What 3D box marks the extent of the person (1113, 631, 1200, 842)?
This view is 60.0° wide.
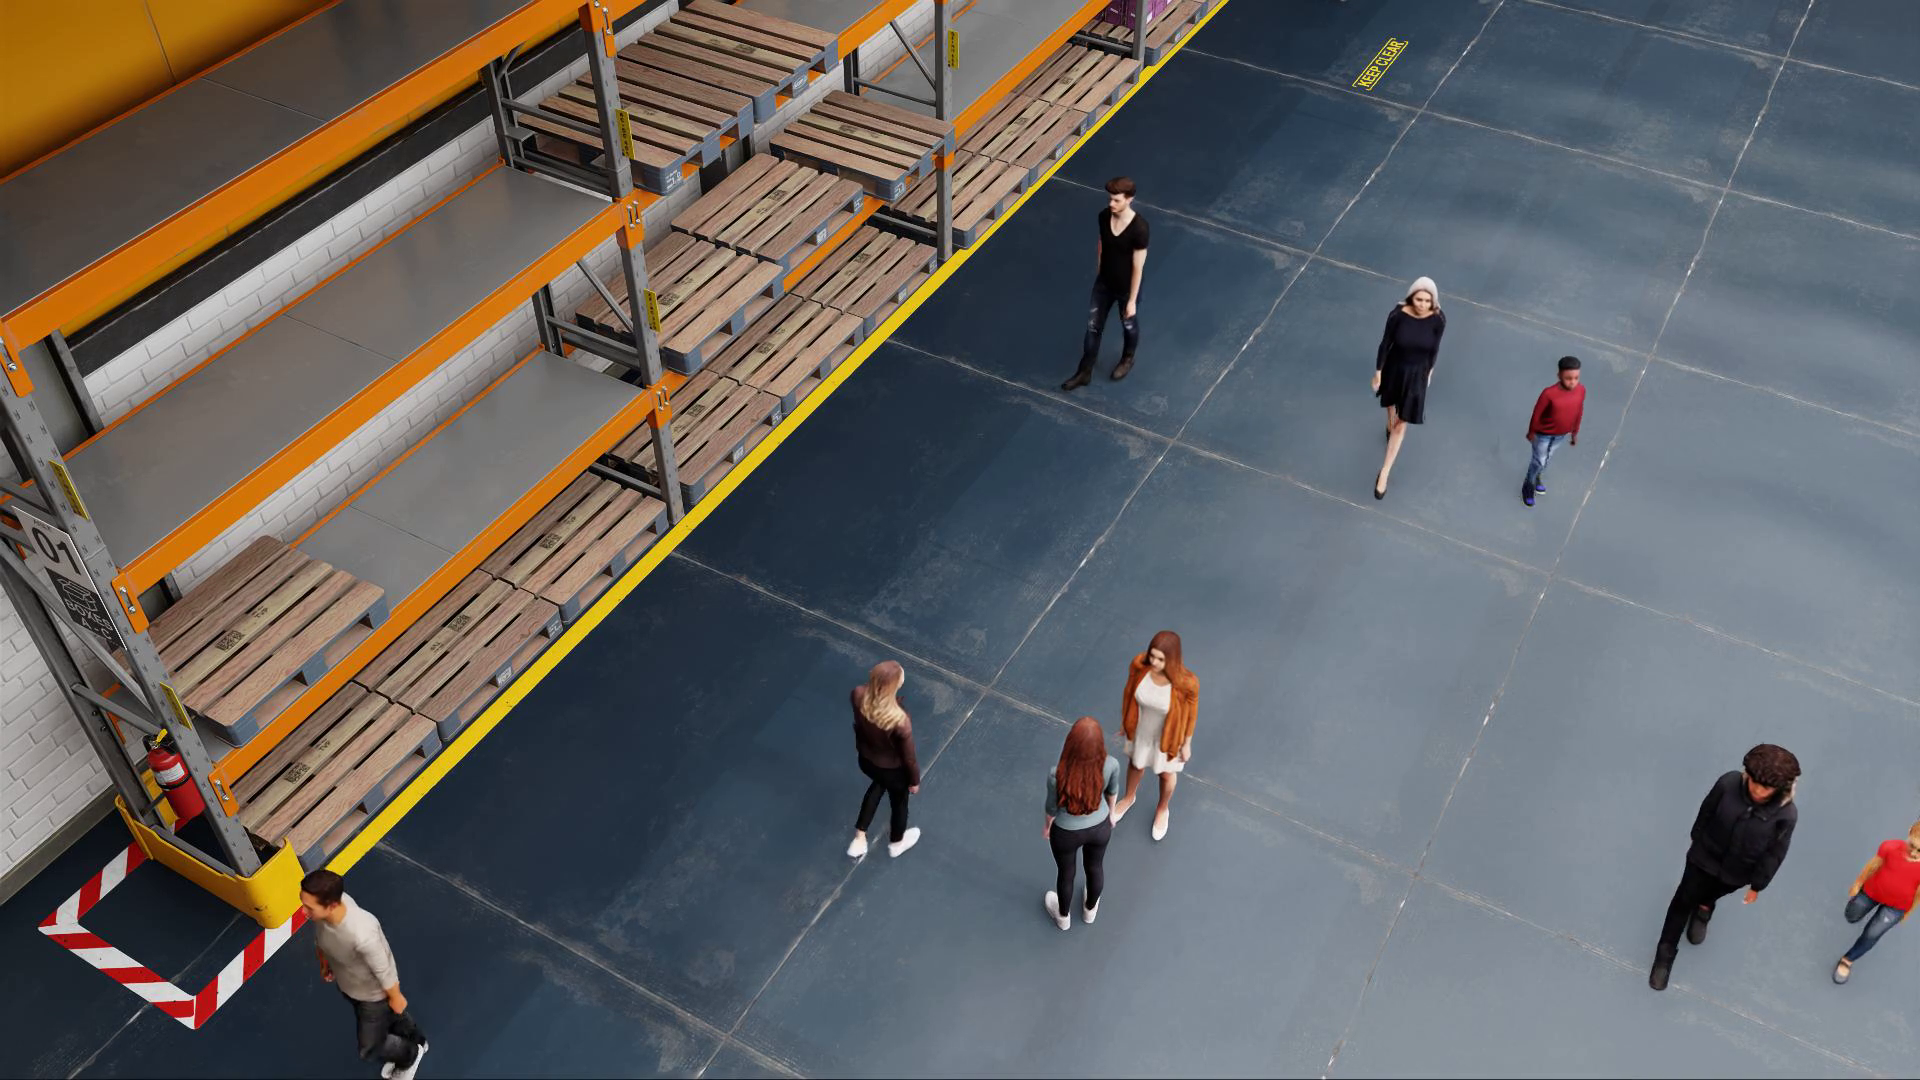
[{"bbox_3d":[1.172,1.117,9.887,0.601,1.722,0.554,21,47,20],"label":"person"}]

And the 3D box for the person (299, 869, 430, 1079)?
[{"bbox_3d":[-3.017,2.229,8.665,0.707,1.799,0.670,29,51,27],"label":"person"}]

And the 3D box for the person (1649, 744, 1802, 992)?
[{"bbox_3d":[4.316,1.688,9.276,0.609,1.739,1.012,21,48,21],"label":"person"}]

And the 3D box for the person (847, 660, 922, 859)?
[{"bbox_3d":[-0.489,1.344,9.670,0.699,1.693,0.792,30,51,28],"label":"person"}]

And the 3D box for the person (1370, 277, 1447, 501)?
[{"bbox_3d":[3.297,-1.244,12.389,0.797,1.689,1.245,10,45,11],"label":"person"}]

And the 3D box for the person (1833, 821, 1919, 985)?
[{"bbox_3d":[5.206,1.951,9.321,0.555,1.296,0.796,31,52,28],"label":"person"}]

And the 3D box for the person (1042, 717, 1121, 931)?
[{"bbox_3d":[0.677,1.610,9.355,0.670,1.743,0.719,-7,44,-8],"label":"person"}]

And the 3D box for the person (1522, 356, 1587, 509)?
[{"bbox_3d":[4.363,-0.876,12.324,0.626,1.246,0.686,-10,44,-10],"label":"person"}]

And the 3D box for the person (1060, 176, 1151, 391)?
[{"bbox_3d":[1.322,-2.057,13.114,0.812,1.868,1.065,29,51,27],"label":"person"}]
